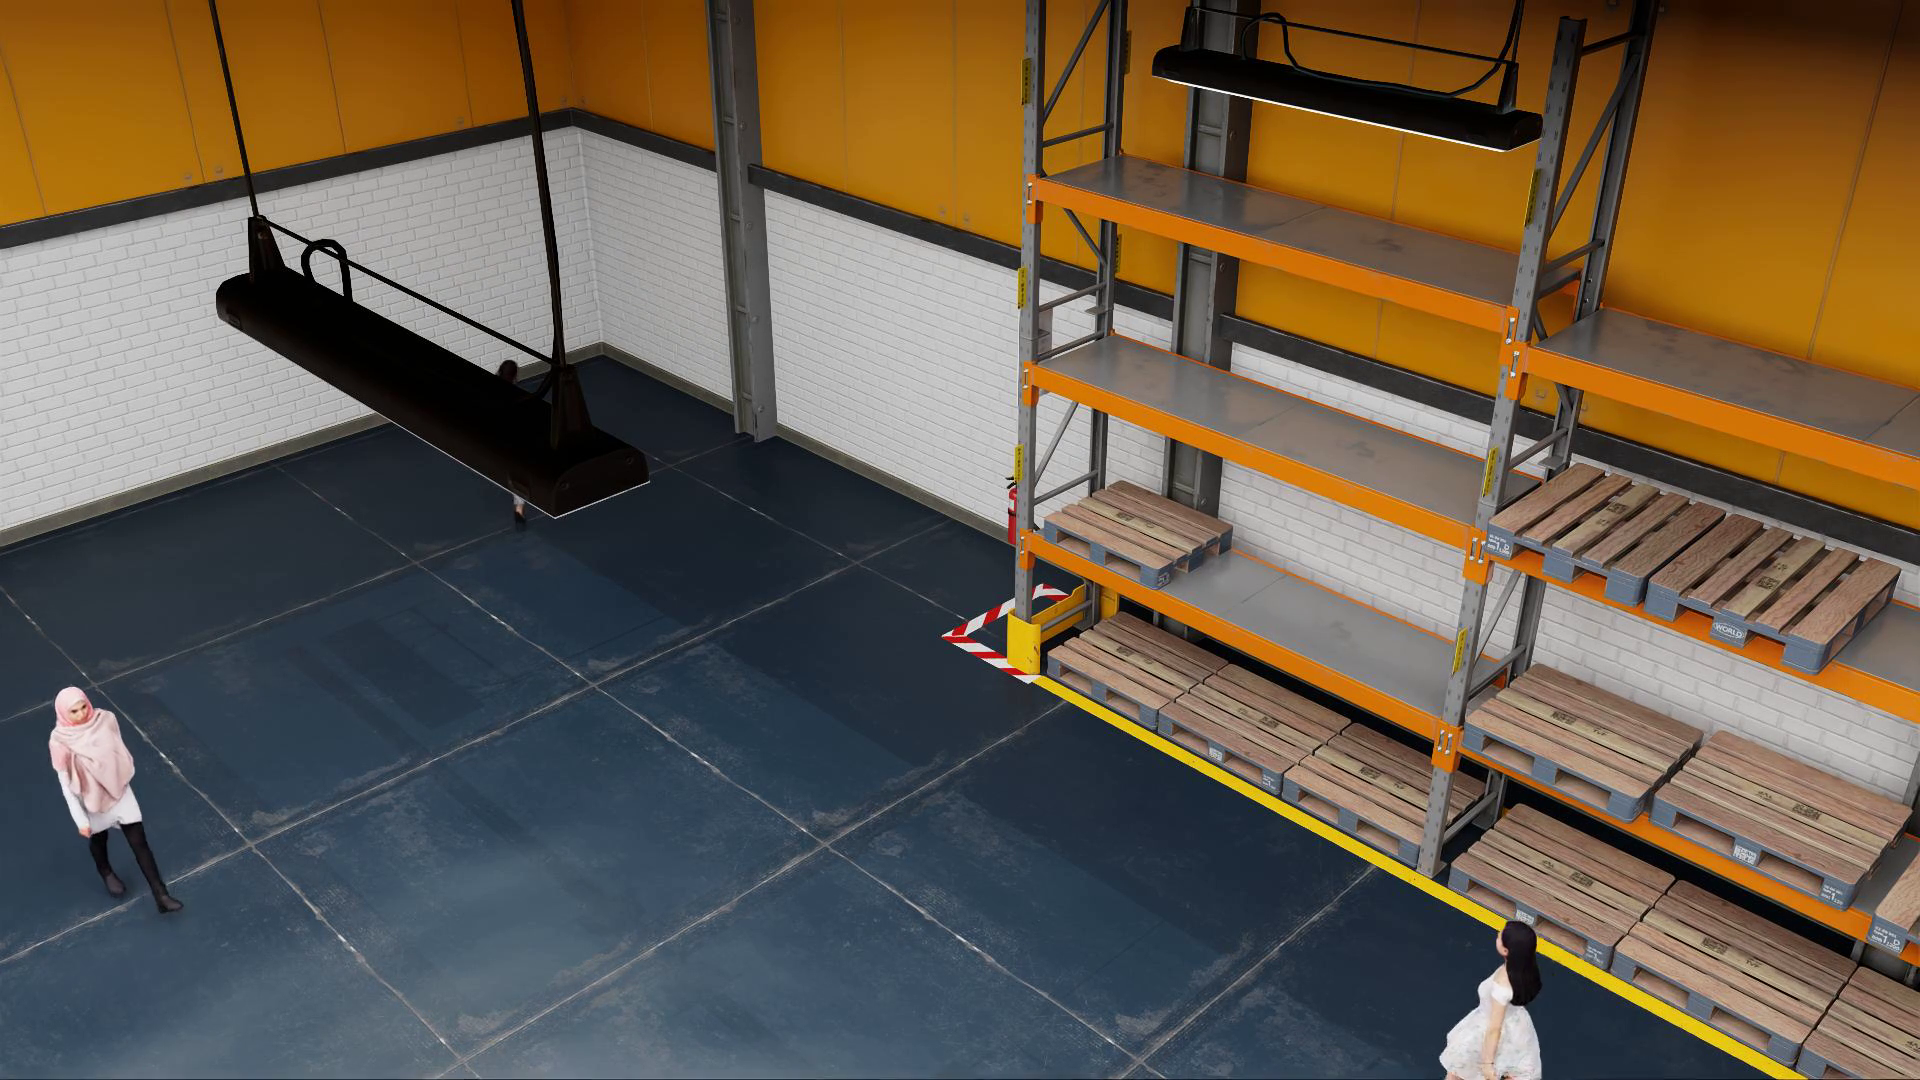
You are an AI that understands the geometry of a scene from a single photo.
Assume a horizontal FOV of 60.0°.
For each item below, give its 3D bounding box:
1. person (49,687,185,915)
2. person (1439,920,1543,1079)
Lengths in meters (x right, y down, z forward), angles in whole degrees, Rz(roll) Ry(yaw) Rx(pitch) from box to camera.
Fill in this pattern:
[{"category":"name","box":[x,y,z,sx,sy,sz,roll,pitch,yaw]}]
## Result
[{"category":"person","box":[-5.905,1.753,11.349,1.172,1.755,0.751,19,34,31]},{"category":"person","box":[3.093,2.883,9.298,0.643,1.735,1.191,-22,36,-35]}]
